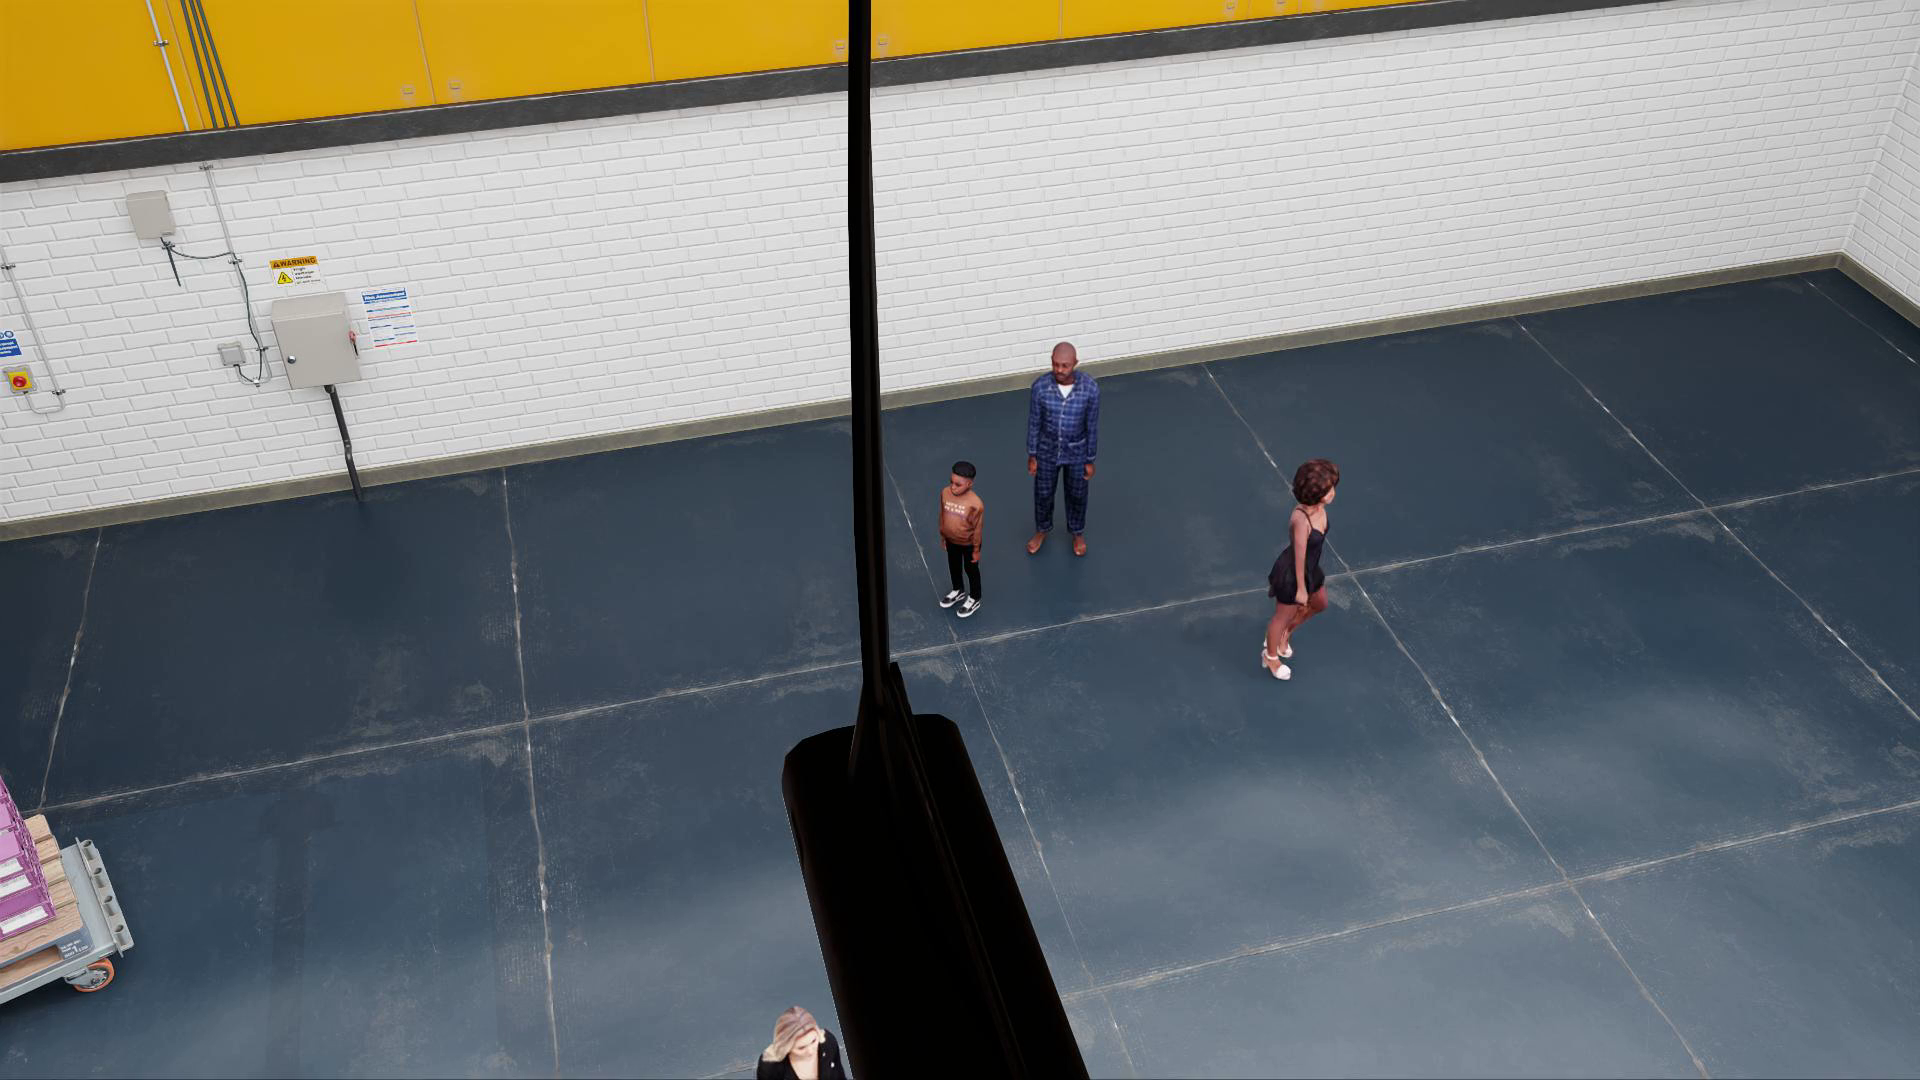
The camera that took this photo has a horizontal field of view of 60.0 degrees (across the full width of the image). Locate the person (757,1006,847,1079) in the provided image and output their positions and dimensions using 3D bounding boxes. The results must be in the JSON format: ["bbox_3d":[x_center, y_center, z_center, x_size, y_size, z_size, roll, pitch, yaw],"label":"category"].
[{"bbox_3d":[-0.740,2.722,7.779,0.659,1.685,0.634,-21,43,-24],"label":"person"}]

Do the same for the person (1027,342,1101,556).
[{"bbox_3d":[0.731,-0.663,11.917,0.730,1.811,0.700,3,39,3],"label":"person"}]

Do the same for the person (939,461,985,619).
[{"bbox_3d":[0.028,-0.025,11.565,0.571,1.253,0.643,23,44,26],"label":"person"}]

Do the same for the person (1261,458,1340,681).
[{"bbox_3d":[2.126,0.193,10.869,0.739,1.781,0.680,22,44,25],"label":"person"}]
